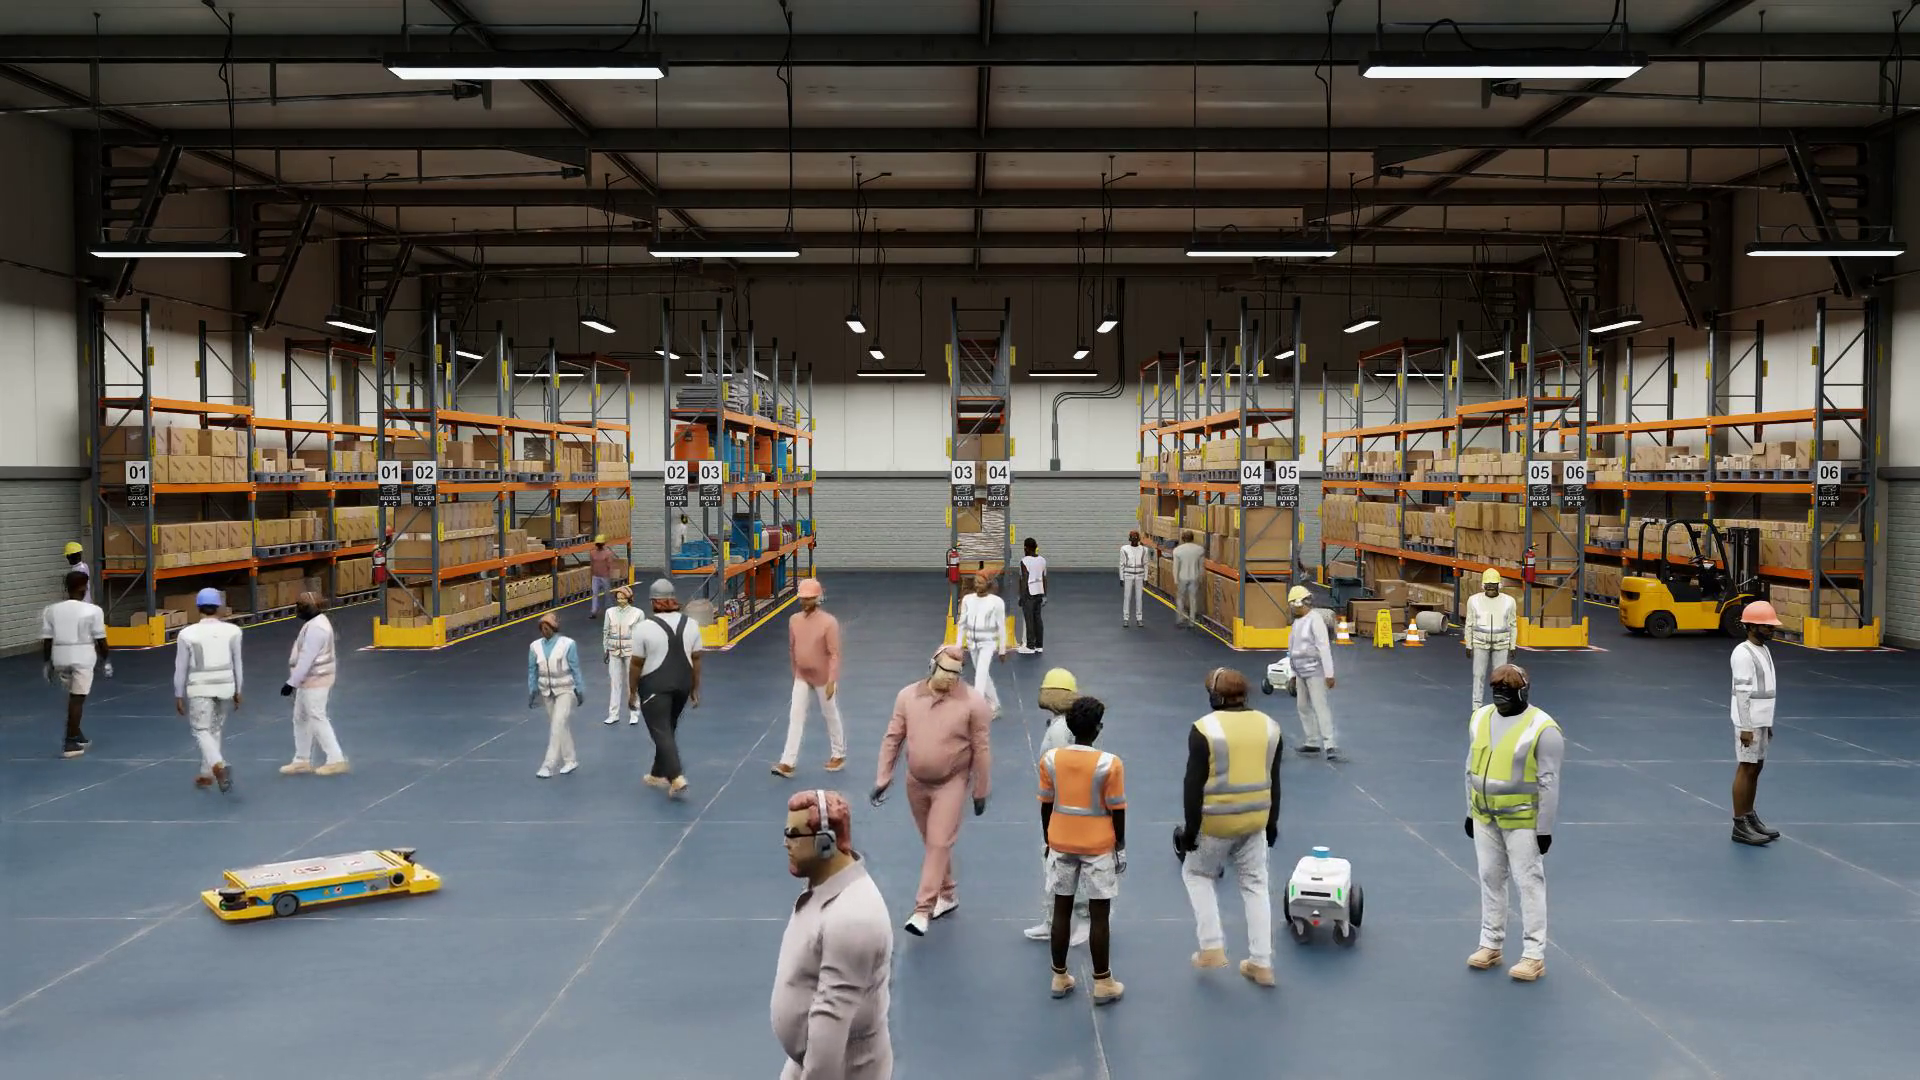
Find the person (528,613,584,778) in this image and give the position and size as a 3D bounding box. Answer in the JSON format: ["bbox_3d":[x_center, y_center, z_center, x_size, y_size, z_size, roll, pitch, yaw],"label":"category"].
[{"bbox_3d":[-3.955,1.511,15.683,0.524,1.592,0.801,1,2,21],"label":"person"}]

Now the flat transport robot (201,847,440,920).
[{"bbox_3d":[-4.429,2.370,11.213,1.431,0.197,0.652,-2,3,-37],"label":"flat transport robot"}]

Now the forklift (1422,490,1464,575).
[{"bbox_3d":[13.926,-0.371,47.846,1.873,2.768,1.129,0,2,0],"label":"forklift"}]

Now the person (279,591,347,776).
[{"bbox_3d":[-6.329,1.406,15.816,0.624,1.813,0.640,-1,2,-24],"label":"person"}]

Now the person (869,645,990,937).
[{"bbox_3d":[-0.194,1.604,10.451,0.681,1.840,0.983,1,3,26],"label":"person"}]

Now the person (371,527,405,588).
[{"bbox_3d":[-11.361,0.697,32.123,0.629,1.948,1.012,0,2,-3],"label":"person"}]

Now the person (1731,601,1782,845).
[{"bbox_3d":[6.419,1.456,13.007,0.357,1.937,0.550,2,3,42],"label":"person"}]

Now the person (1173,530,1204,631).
[{"bbox_3d":[4.320,0.761,30.691,0.627,1.913,0.807,0,2,-5],"label":"person"}]

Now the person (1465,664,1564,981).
[{"bbox_3d":[3.249,1.648,9.566,0.430,1.835,0.619,-1,3,-32],"label":"person"}]

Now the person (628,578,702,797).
[{"bbox_3d":[-2.722,1.349,14.965,0.687,2.000,0.987,-2,3,-41],"label":"person"}]

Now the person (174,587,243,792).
[{"bbox_3d":[-6.919,1.398,14.950,0.838,1.913,0.616,2,3,39],"label":"person"}]

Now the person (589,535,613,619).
[{"bbox_3d":[-7.430,0.751,33.492,0.541,1.720,0.918,0,2,7],"label":"person"}]

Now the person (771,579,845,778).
[{"bbox_3d":[-1.440,1.346,15.840,0.639,1.933,1.040,1,3,28],"label":"person"}]

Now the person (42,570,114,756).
[{"bbox_3d":[-9.332,1.286,17.173,0.617,1.935,0.762,0,2,2],"label":"person"}]

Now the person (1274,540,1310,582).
[{"bbox_3d":[9.218,0.178,44.722,1.077,1.988,0.600,0,2,4],"label":"person"}]

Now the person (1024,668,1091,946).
[{"bbox_3d":[0.646,1.678,10.207,0.428,1.740,0.511,0,2,9],"label":"person"}]

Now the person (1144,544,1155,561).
[{"bbox_3d":[5.235,0.215,44.535,0.468,1.910,0.628,0,2,-1],"label":"person"}]

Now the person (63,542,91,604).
[{"bbox_3d":[-13.674,0.988,25.005,0.372,1.922,0.585,-1,3,-26],"label":"person"}]

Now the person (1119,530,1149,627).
[{"bbox_3d":[3.396,0.749,31.517,0.576,1.882,0.355,0,2,-2],"label":"person"}]

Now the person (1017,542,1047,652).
[{"bbox_3d":[1.217,0.932,27.045,0.513,1.871,0.329,1,2,23],"label":"person"}]

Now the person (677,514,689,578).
[{"bbox_3d":[-7.938,0.173,46.518,0.617,1.849,0.539,-1,3,-27],"label":"person"}]

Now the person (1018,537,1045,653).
[{"bbox_3d":[1.199,0.917,26.825,0.376,1.916,0.599,2,3,39],"label":"person"}]

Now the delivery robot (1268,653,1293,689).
[{"bbox_3d":[4.454,1.762,21.784,0.477,0.478,0.707,2,4,41],"label":"delivery robot"}]

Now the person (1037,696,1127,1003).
[{"bbox_3d":[0.697,1.729,9.109,0.540,1.696,0.317,1,3,29],"label":"person"}]

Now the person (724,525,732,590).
[{"bbox_3d":[-5.936,0.455,40.578,0.532,1.743,0.666,0,2,4],"label":"person"}]

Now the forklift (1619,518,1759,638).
[{"bbox_3d":[13.417,0.684,29.791,2.313,2.155,1.214,0,2,0],"label":"forklift"}]

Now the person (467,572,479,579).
[{"bbox_3d":[-11.801,0.542,39.185,0.544,1.680,0.408,0,2,-4],"label":"person"}]

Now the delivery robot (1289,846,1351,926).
[{"bbox_3d":[2.316,2.217,10.369,0.477,0.478,0.707,1,2,18],"label":"delivery robot"}]

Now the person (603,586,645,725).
[{"bbox_3d":[-3.981,1.360,19.136,0.513,1.640,0.309,0,2,9],"label":"person"}]

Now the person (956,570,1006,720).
[{"bbox_3d":[0.273,1.266,19.202,0.579,1.838,0.998,2,3,36],"label":"person"}]

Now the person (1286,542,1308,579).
[{"bbox_3d":[9.523,0.183,45.746,0.526,1.891,0.664,1,2,13],"label":"person"}]

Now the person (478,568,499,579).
[{"bbox_3d":[-10.719,0.584,36.788,0.590,1.795,0.912,0,2,-6],"label":"person"}]

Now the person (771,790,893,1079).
[{"bbox_3d":[-0.539,1.788,5.431,0.791,1.881,0.649,-1,2,-17],"label":"person"}]

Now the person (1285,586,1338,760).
[{"bbox_3d":[3.676,1.382,16.836,0.442,1.787,0.727,-1,2,-15],"label":"person"}]

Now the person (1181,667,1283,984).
[{"bbox_3d":[1.572,1.653,9.469,0.647,1.821,0.545,-1,2,-24],"label":"person"}]

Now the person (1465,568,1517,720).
[{"bbox_3d":[6.373,1.254,19.384,0.602,1.830,0.404,1,2,16],"label":"person"}]
